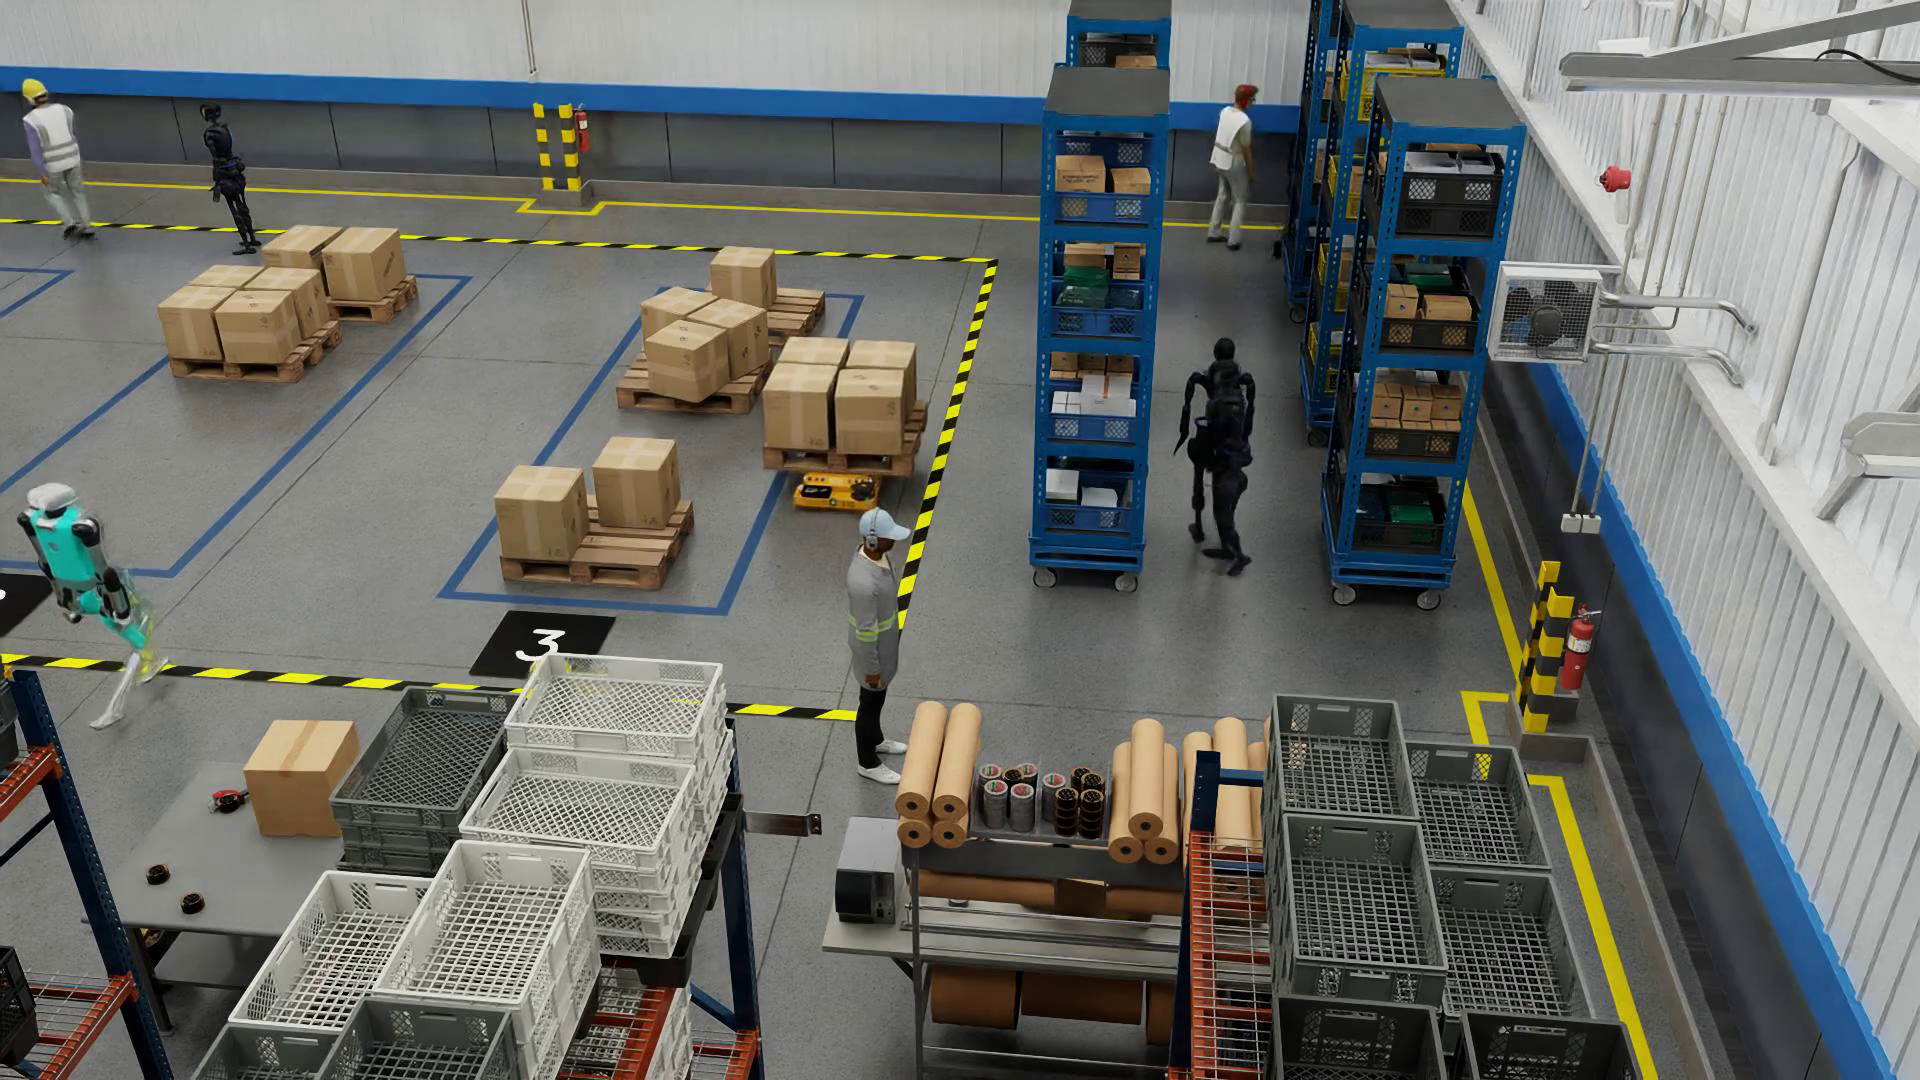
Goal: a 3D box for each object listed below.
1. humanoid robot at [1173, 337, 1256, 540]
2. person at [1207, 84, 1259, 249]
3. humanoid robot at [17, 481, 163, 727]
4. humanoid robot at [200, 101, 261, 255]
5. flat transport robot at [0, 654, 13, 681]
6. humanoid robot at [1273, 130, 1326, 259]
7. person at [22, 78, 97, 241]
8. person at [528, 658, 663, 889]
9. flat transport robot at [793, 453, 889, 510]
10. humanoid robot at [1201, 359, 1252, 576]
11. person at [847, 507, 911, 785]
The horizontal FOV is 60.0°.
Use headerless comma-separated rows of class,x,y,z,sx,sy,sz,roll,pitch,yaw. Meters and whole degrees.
humanoid robot,1.922,-0.767,12.587,0.584,1.655,0.343,0,30,-1
person,2.960,-4.055,18.099,0.450,1.817,0.587,-9,31,-15
humanoid robot,-5.438,0.283,10.681,0.534,1.723,0.774,8,31,14
humanoid robot,-7.926,-3.927,18.001,0.315,1.659,0.599,-1,30,-2
flat transport robot,-7.142,0.969,11.010,1.431,0.231,0.659,3,30,6
humanoid robot,3.691,-3.800,17.806,0.588,1.637,0.589,25,39,36
person,-9.916,-4.157,18.277,0.437,1.812,0.611,18,35,28
person,-1.962,1.321,8.957,0.746,1.713,0.552,20,36,30
flat transport robot,-0.930,-0.691,13.833,0.652,0.197,1.431,3,30,6
humanoid robot,1.982,-0.556,12.228,0.402,1.637,0.614,-7,31,-11
person,-0.476,0.621,10.033,0.387,1.850,0.598,3,30,5
